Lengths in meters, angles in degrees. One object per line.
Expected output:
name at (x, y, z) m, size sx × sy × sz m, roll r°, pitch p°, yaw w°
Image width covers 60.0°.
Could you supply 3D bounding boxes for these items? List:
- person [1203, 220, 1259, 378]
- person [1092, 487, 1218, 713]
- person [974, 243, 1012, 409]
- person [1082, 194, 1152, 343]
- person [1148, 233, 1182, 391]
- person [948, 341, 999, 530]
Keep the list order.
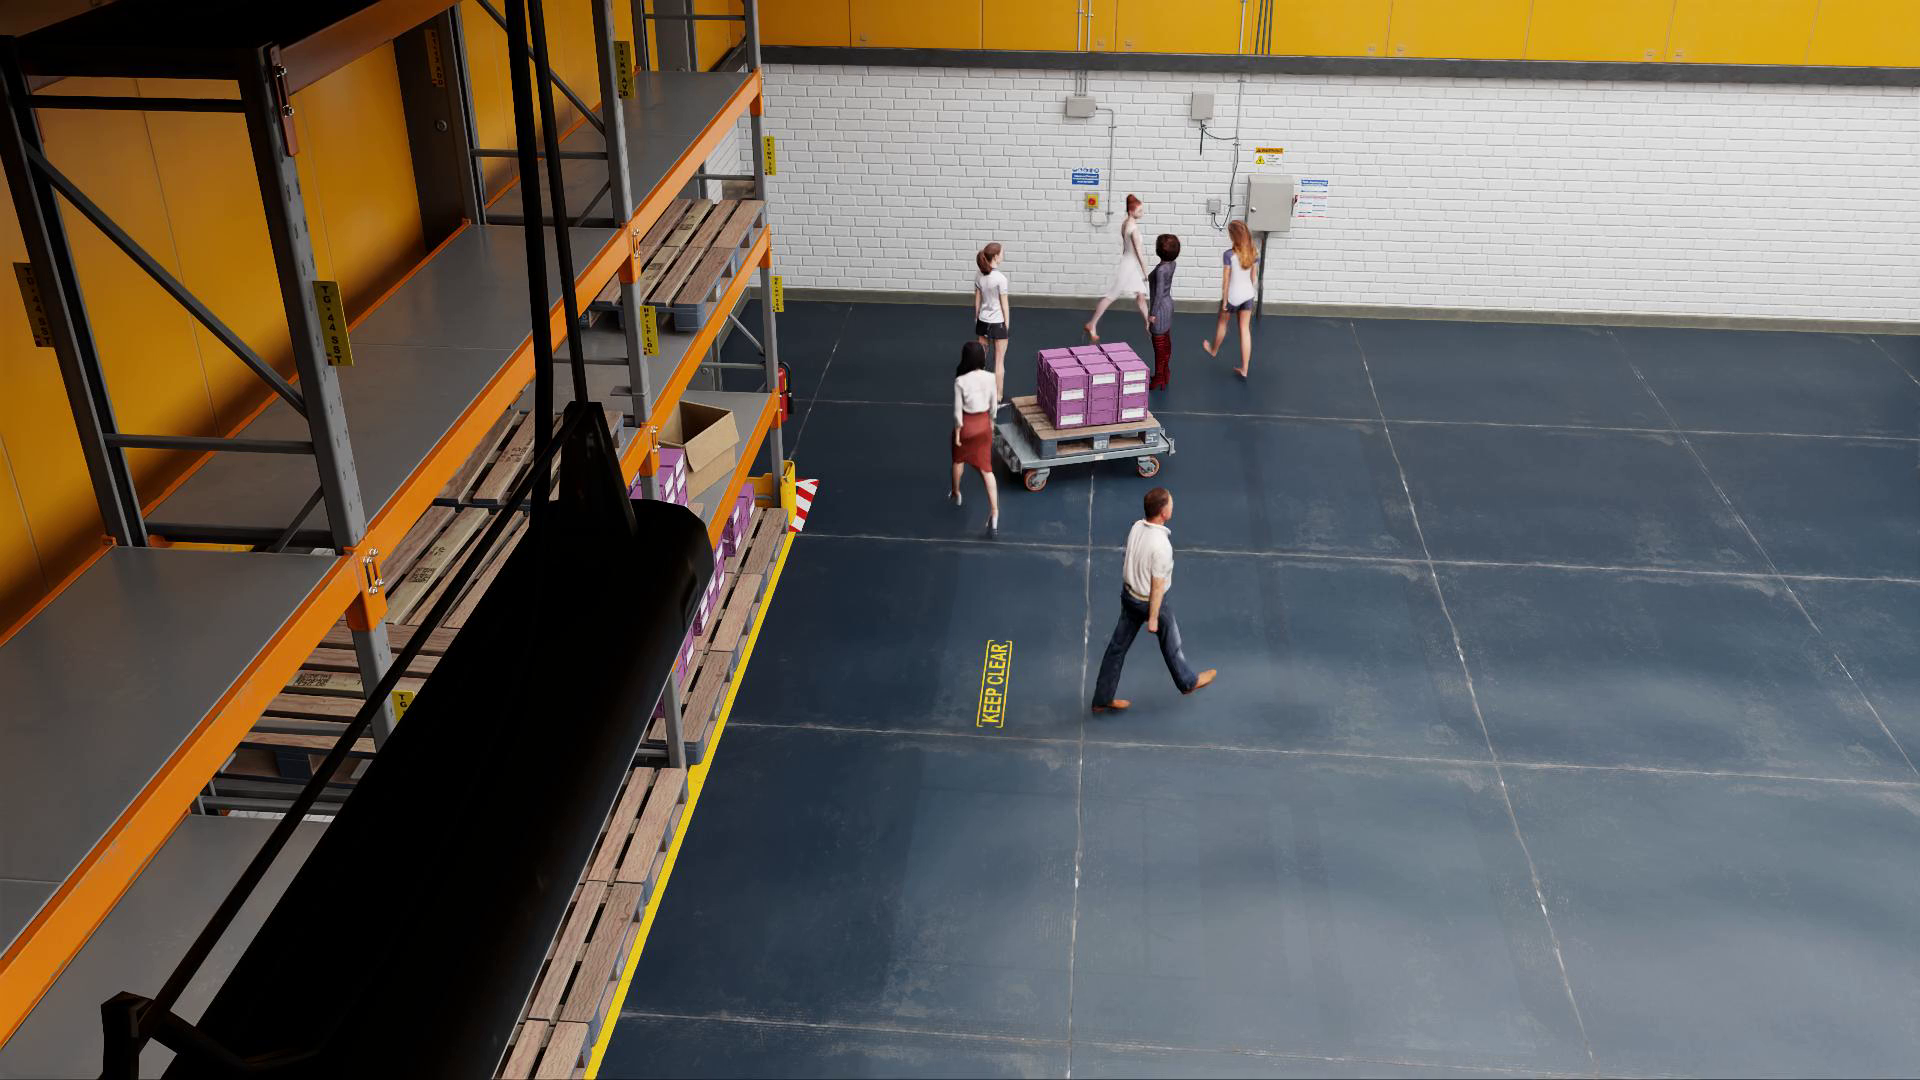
person at (3.053, -2.563, 17.978) m, size 0.933 × 1.676 × 1.136 m, roll -11°, pitch 30°, yaw -19°
person at (1.263, 0.494, 12.237) m, size 1.108 × 1.808 × 1.263 m, roll -10°, pitch 30°, yaw -18°
person at (0.325, -2.230, 17.290) m, size 0.651 × 1.751 × 0.674 m, roll 18°, pitch 33°, yaw 29°
person at (1.770, -2.967, 18.664) m, size 0.695 × 1.729 × 1.121 m, roll -1°, pitch 29°, yaw -1°
person at (2.152, -2.439, 17.715) m, size 0.707 × 1.712 × 0.575 m, roll 13°, pitch 31°, yaw 22°
person at (0.167, -0.897, 14.895) m, size 0.981 × 1.705 × 1.214 m, roll -12°, pitch 31°, yaw -21°
